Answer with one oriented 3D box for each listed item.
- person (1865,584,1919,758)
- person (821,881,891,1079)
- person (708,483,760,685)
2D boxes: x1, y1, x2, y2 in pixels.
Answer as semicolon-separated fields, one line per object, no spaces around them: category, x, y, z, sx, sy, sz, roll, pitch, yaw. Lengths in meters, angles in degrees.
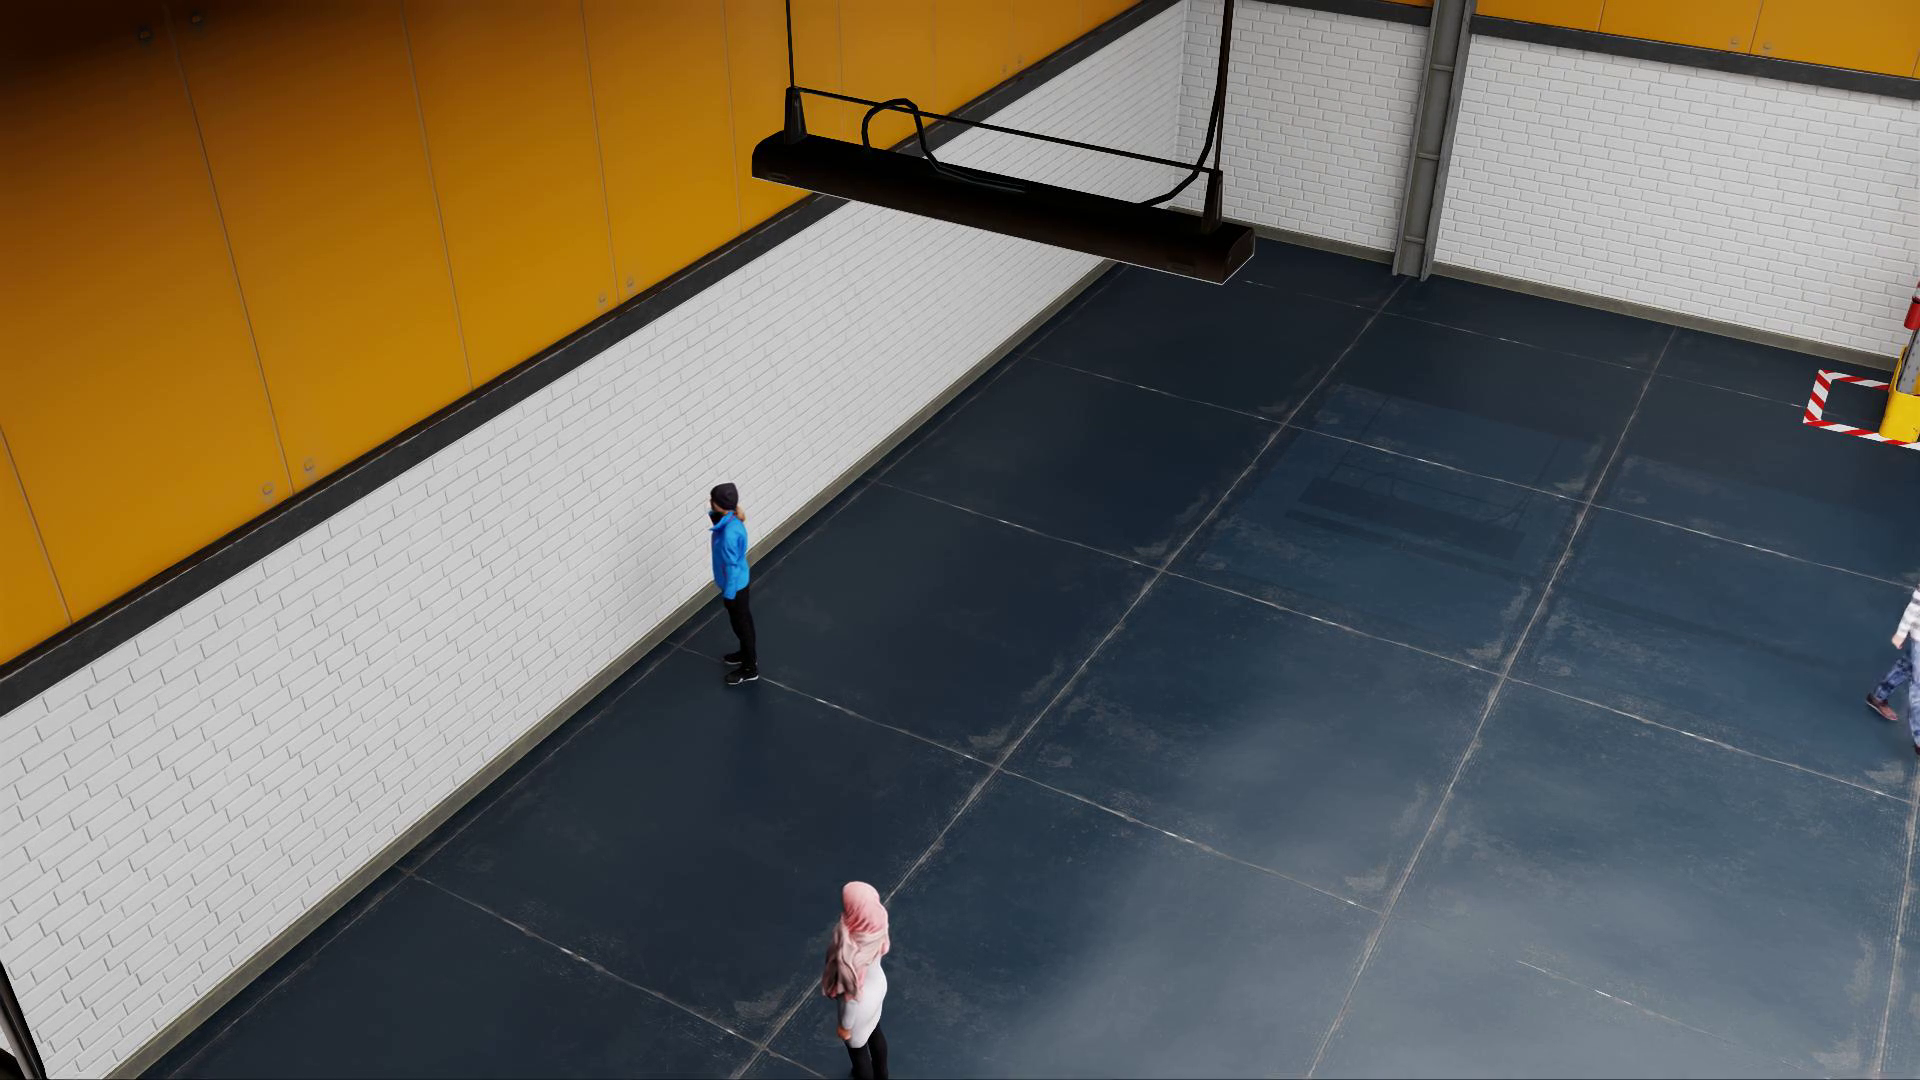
person;7.174;0.660;12.390;1.142;1.809;1.207;-9;35;-13
person;-0.557;2.608;9.465;0.628;1.804;0.655;13;36;19
person;-1.739;0.330;12.899;0.702;1.795;0.691;-2;34;-3
